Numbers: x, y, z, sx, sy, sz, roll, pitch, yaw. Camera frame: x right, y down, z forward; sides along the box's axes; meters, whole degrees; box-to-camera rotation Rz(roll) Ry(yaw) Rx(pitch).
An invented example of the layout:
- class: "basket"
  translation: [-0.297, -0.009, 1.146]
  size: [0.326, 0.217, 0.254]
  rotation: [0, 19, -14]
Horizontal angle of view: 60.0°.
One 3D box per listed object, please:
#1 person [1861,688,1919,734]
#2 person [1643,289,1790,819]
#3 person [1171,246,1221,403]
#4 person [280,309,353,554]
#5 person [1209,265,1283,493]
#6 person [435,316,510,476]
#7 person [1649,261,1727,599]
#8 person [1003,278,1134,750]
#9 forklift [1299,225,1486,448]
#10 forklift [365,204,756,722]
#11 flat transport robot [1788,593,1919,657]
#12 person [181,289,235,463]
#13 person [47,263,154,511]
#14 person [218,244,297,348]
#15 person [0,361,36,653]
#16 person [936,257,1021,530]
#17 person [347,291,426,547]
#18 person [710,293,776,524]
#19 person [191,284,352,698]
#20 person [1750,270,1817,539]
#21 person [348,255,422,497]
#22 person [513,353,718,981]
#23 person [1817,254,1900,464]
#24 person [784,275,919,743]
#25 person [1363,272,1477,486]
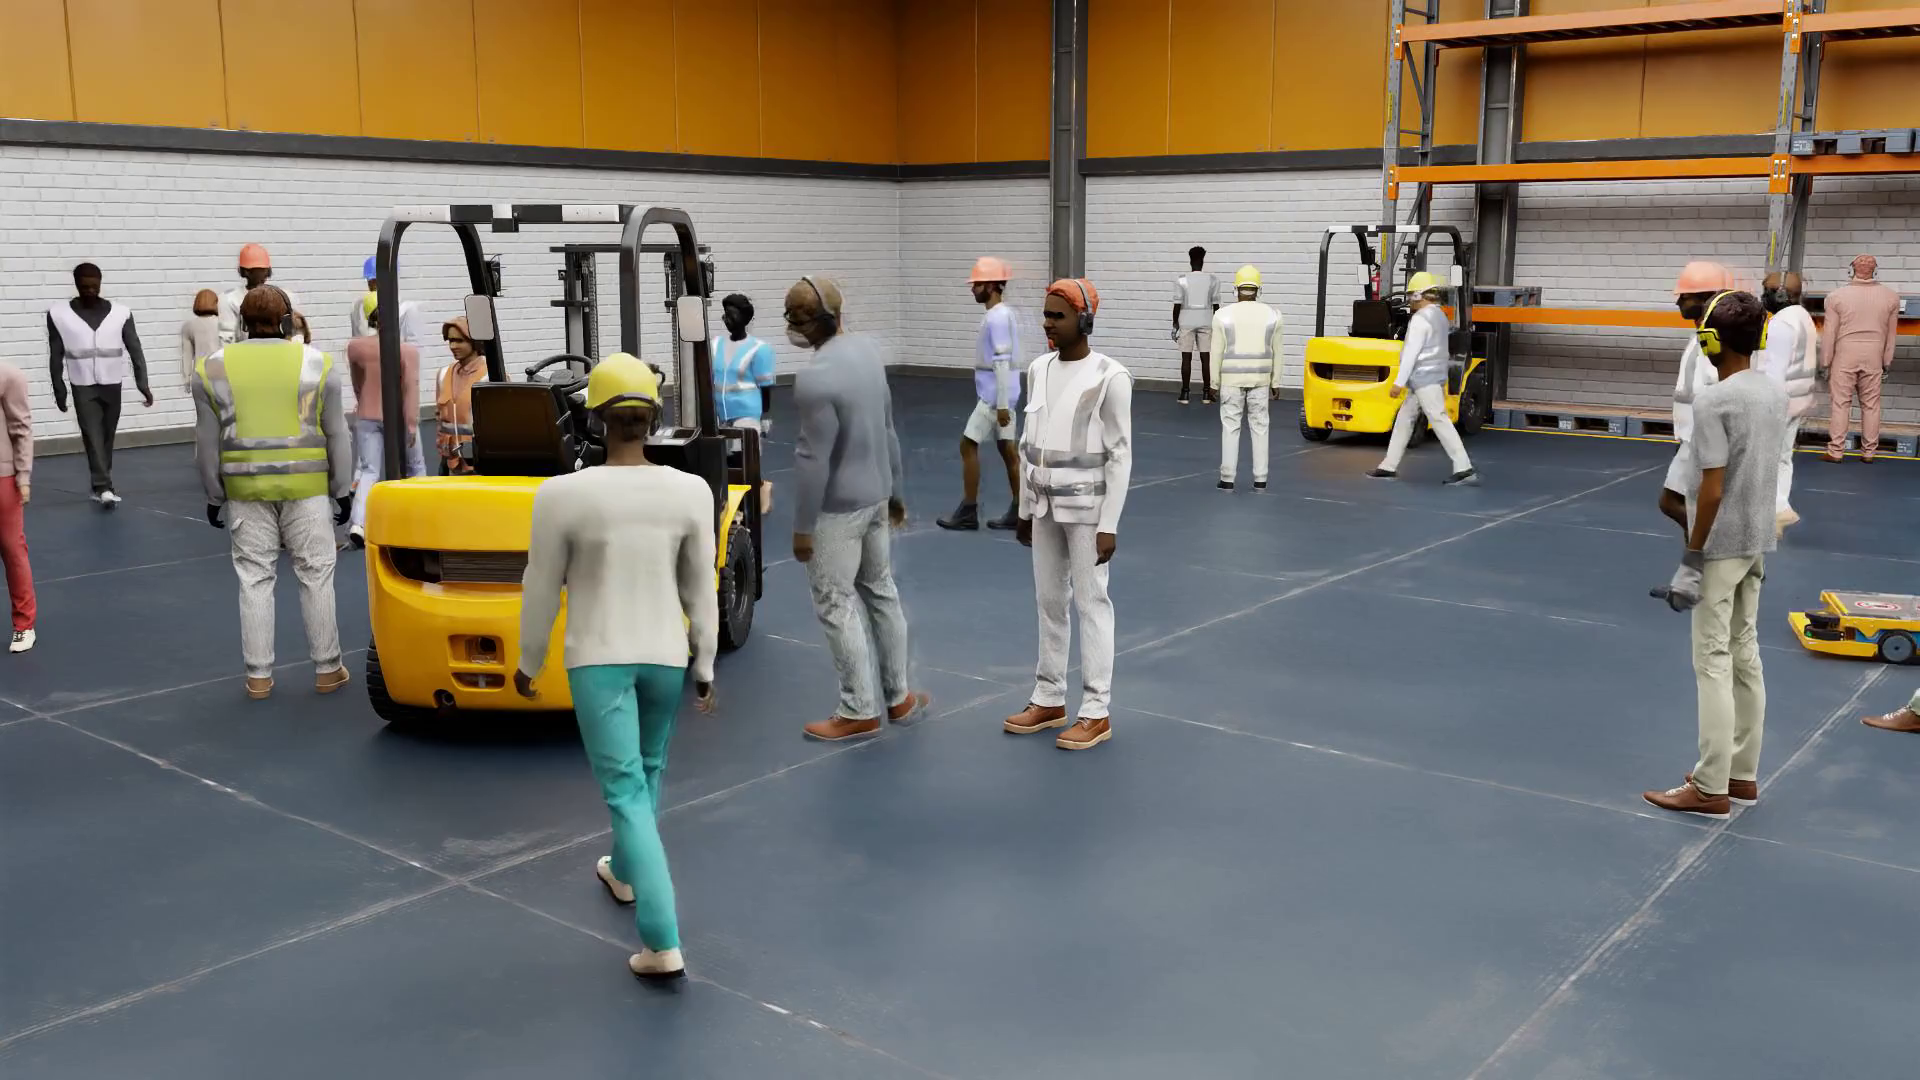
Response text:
- class: "person"
  translation: [4.213, -0.069, 6.651]
  size: [0.851, 1.847, 0.524]
  rotation: [8, 13, 37]
- class: "person"
  translation: [2.685, 0.056, 5.880]
  size: [0.519, 1.865, 0.335]
  rotation: [-7, 13, -35]
- class: "person"
  translation: [2.944, -2.683, 20.792]
  size: [0.613, 1.956, 0.381]
  rotation: [-1, 10, -3]
- class: "person"
  translation: [-4.210, -0.679, 10.697]
  size: [0.818, 1.589, 0.512]
  rotation: [5, 11, 24]
- class: "person"
  translation: [2.295, -1.288, 13.410]
  size: [0.600, 1.831, 0.404]
  rotation: [-1, 10, -4]
- class: "person"
  translation: [-2.628, -0.394, 9.019]
  size: [0.518, 1.633, 0.310]
  rotation: [6, 12, 29]
- class: "person"
  translation: [4.120, -0.581, 9.267]
  size: [0.449, 1.922, 0.553]
  rotation: [4, 11, 21]
- class: "person"
  translation: [0.437, -0.104, 6.715]
  size: [0.356, 1.882, 0.574]
  rotation: [-9, 13, -40]
- class: "forklift"
  translation: [4.449, -2.115, 16.993]
  size: [1.214, 2.155, 2.313]
  rotation: [8, 13, 38]
- class: "forklift"
  translation: [-1.766, -0.406, 7.525]
  size: [1.214, 2.155, 2.313]
  rotation: [1, 10, 7]
- class: "flat transport robot"
  translation: [4.907, 0.439, 8.170]
  size: [1.431, 0.197, 0.652]
  rotation: [4, 11, 19]
- class: "person"
  translation: [-6.832, -1.485, 15.182]
  size: [0.504, 1.591, 0.846]
  rotation: [1, 10, 8]
- class: "person"
  translation: [-6.502, -1.156, 12.596]
  size: [0.623, 1.853, 1.008]
  rotation: [-8, 13, -38]
- class: "person"
  translation: [-5.590, -1.372, 13.416]
  size: [0.674, 1.993, 0.996]
  rotation: [-6, 12, -32]
- class: "person"
  translation: [-4.830, -0.311, 8.184]
  size: [0.522, 1.768, 0.312]
  rotation: [-1, 10, -4]
- class: "person"
  translation: [0.139, -1.012, 11.659]
  size: [0.798, 1.905, 0.562]
  rotation: [2, 10, 9]
- class: "person"
  translation: [-3.853, -0.819, 11.189]
  size: [0.513, 1.697, 0.915]
  rotation: [0, 10, 1]
- class: "person"
  translation: [-1.494, -0.883, 11.582]
  size: [0.539, 1.677, 0.665]
  rotation: [7, 12, 34]
- class: "person"
  translation: [-3.043, -0.213, 7.432]
  size: [0.634, 1.842, 0.429]
  rotation: [-3, 11, -16]
- class: "person"
  translation: [5.520, -0.899, 11.266]
  size: [0.445, 1.830, 0.654]
  rotation: [8, 13, 39]
- class: "person"
  translation: [-4.551, -1.264, 13.066]
  size: [0.620, 1.904, 0.931]
  rotation: [1, 10, 8]
- class: "person"
  translation: [-0.955, 0.333, 4.741]
  size: [0.533, 1.719, 0.903]
  rotation: [-7, 12, -32]
- class: "person"
  translation: [8.165, -1.644, 15.180]
  size: [0.642, 1.909, 0.399]
  rotation: [1, 10, 7]
- class: "person"
  translation: [-0.433, -0.128, 6.835]
  size: [0.405, 1.902, 0.798]
  rotation: [5, 11, 24]
- class: "person"
  translation: [3.911, -1.341, 13.883]
  size: [0.959, 1.778, 0.580]
  rotation: [5, 11, 25]
